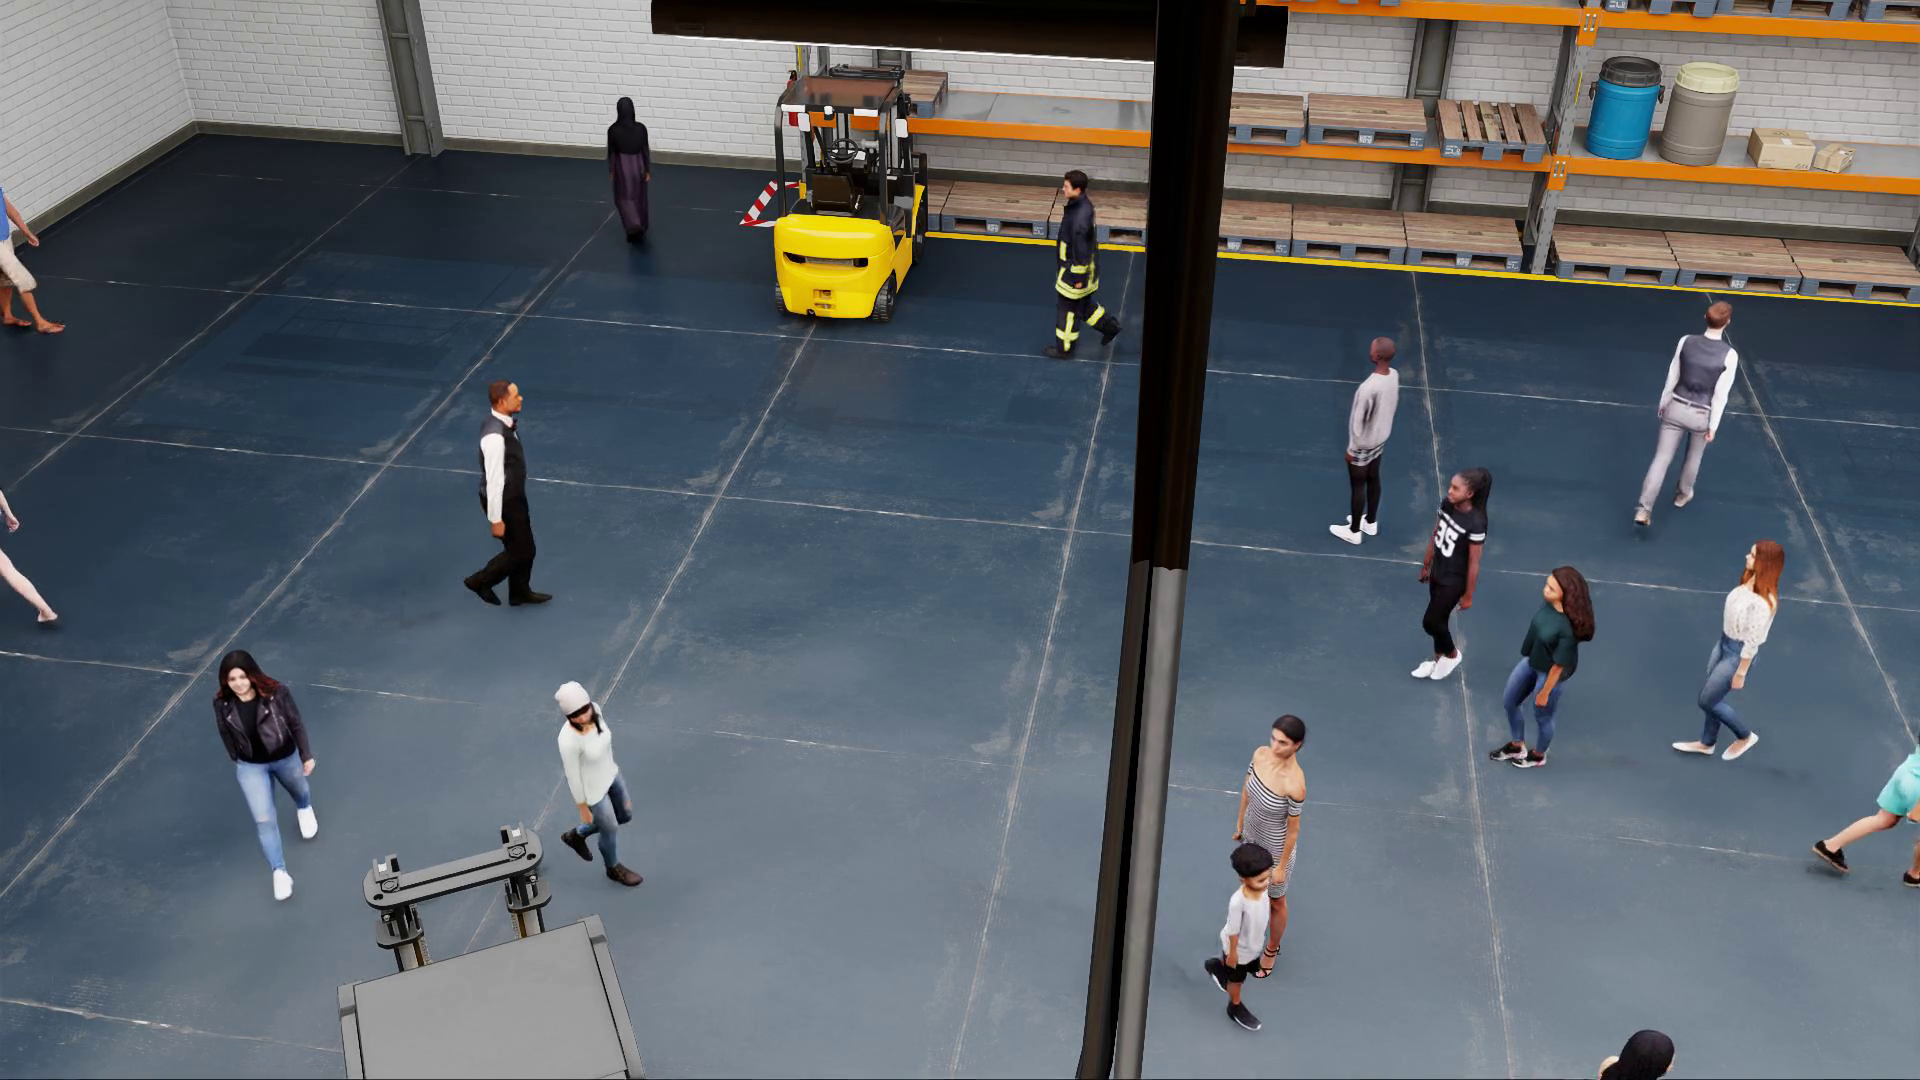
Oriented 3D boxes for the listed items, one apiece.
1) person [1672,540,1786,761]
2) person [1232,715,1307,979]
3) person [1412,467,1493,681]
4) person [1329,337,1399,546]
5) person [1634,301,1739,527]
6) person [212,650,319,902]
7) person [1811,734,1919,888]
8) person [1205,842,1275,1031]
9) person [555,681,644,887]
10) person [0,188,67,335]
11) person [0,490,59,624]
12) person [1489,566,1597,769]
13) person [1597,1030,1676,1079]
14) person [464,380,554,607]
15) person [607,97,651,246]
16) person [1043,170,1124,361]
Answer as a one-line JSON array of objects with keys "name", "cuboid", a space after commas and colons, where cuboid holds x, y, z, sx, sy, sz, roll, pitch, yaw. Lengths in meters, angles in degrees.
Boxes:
[{"name": "person", "cuboid": [5.118, 0.758, 10.800, 0.715, 1.719, 0.598, 7, 34, 11]}, {"name": "person", "cuboid": [1.733, 1.704, 9.285, 0.706, 1.821, 0.668, -17, 37, -24]}, {"name": "person", "cuboid": [3.480, 0.252, 11.559, 0.794, 1.720, 0.757, -11, 35, -16]}, {"name": "person", "cuboid": [3.227, -0.781, 13.068, 0.707, 1.770, 0.692, 26, 42, 34]}, {"name": "person", "cuboid": [5.751, -0.961, 13.218, 1.265, 1.904, 1.148, 25, 41, 32]}, {"name": "person", "cuboid": [-4.179, 1.292, 10.110, 1.151, 1.593, 1.050, -10, 35, -15]}, {"name": "person", "cuboid": [5.636, 1.467, 9.907, 1.023, 1.526, 0.566, 5, 34, 8]}, {"name": "person", "cuboid": [1.513, 2.137, 9.146, 0.757, 1.251, 0.668, 28, 43, 35]}, {"name": "person", "cuboid": [-2.232, 1.445, 9.853, 0.770, 1.622, 0.634, 7, 34, 10]}, {"name": "person", "cuboid": [-9.449, -2.878, 16.163, 1.007, 1.837, 0.746, -1, 34, -2]}, {"name": "person", "cuboid": [-7.057, -0.096, 12.093, 1.195, 1.709, 0.713, 12, 36, 18]}, {"name": "person", "cuboid": [3.875, 0.850, 10.762, 0.705, 1.606, 0.673, -2, 34, -4]}, {"name": "person", "cuboid": [2.865, 2.911, 7.563, 1.286, 1.716, 0.874, -5, 34, -7]}, {"name": "person", "cuboid": [-3.433, -0.280, 12.207, 0.976, 1.890, 0.882, -5, 34, -8]}, {"name": "person", "cuboid": [-3.589, -3.992, 18.053, 0.999, 1.600, 0.956, -11, 35, -16]}, {"name": "person", "cuboid": [1.190, -2.574, 15.640, 1.013, 1.910, 0.824, 3, 34, 4]}]
